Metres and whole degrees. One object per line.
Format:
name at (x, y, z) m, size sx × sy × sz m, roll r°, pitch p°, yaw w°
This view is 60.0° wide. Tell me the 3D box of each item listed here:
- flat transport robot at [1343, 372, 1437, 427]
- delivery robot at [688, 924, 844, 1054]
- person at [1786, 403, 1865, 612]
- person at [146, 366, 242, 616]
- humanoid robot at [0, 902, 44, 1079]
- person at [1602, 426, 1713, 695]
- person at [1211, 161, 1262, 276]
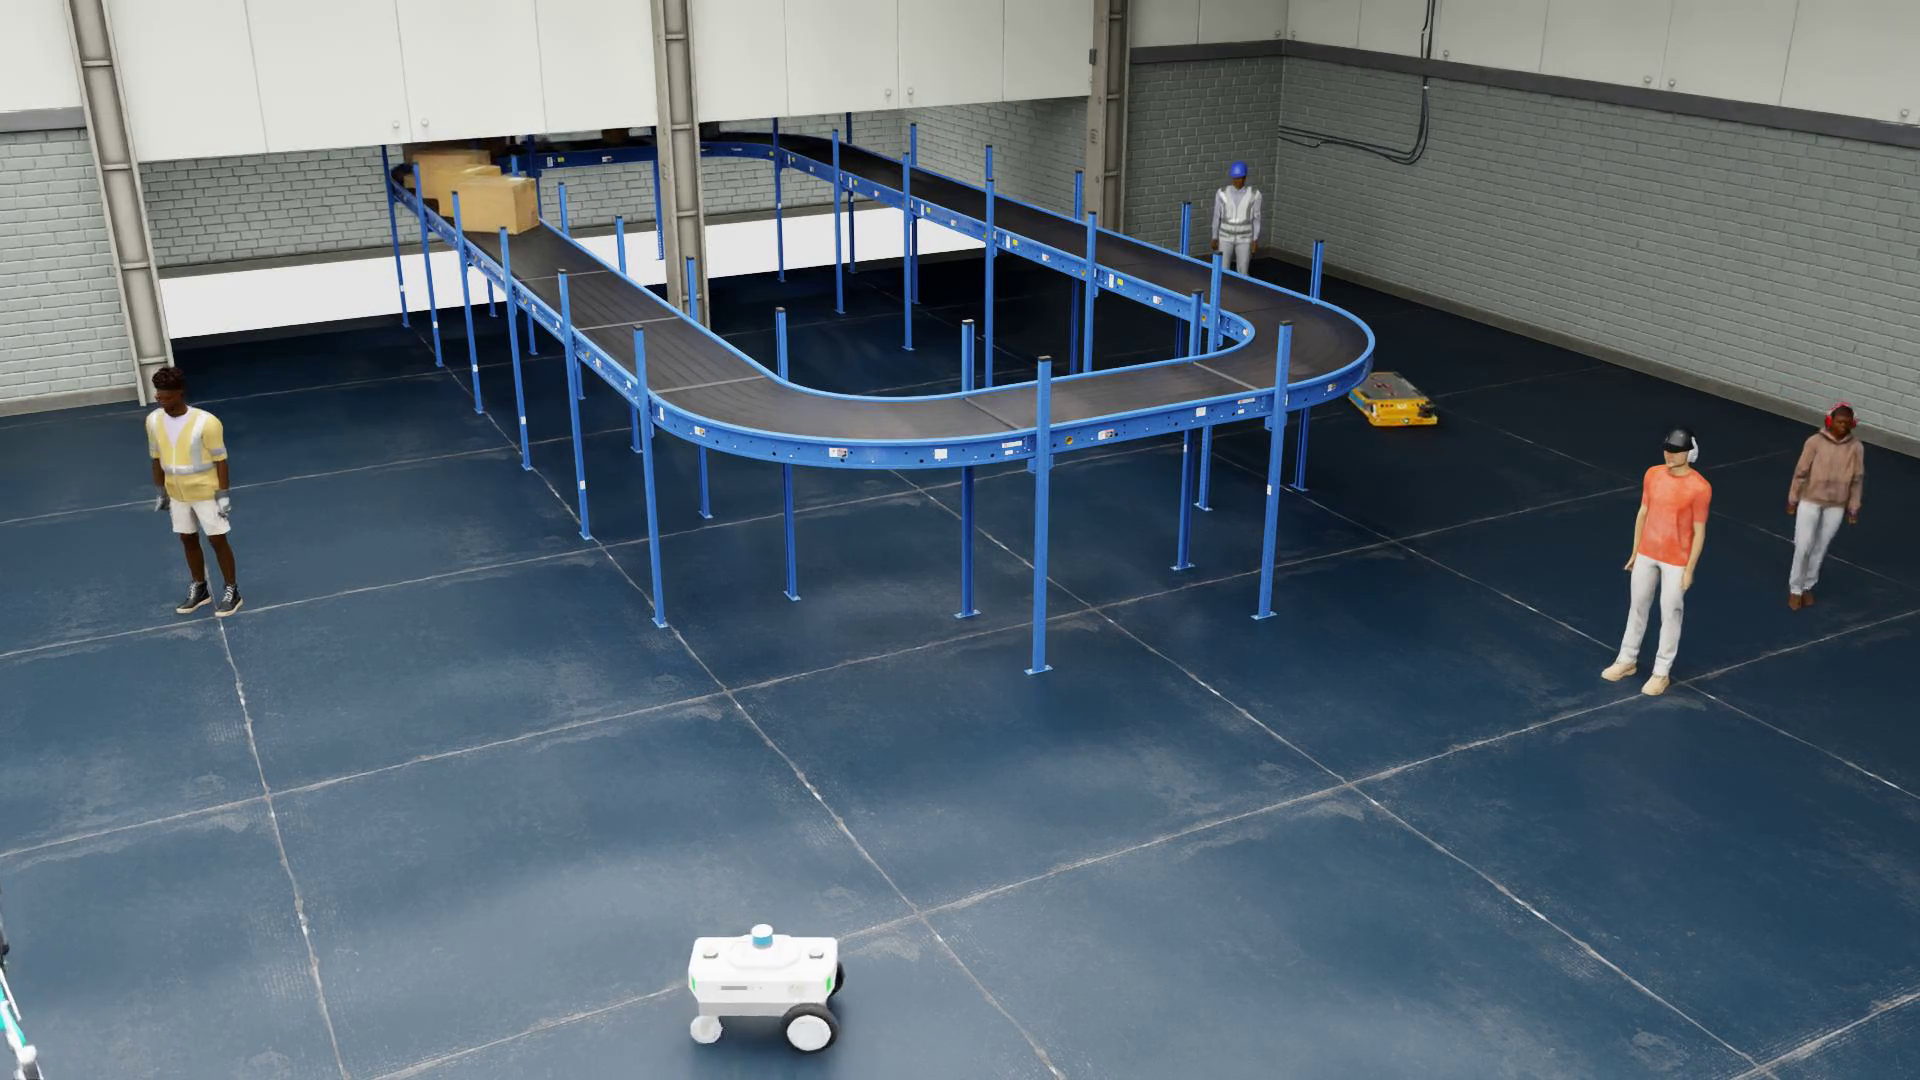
flat transport robot at (4.484, -1.506, 17.597) m, size 0.659 × 0.231 × 1.431 m, roll -2°, pitch 22°, yaw -5°
delivery robot at (-0.930, 2.169, 8.151) m, size 0.797 × 0.608 × 0.499 m, roll 0°, pitch 22°, yaw 0°
person at (6.569, -0.232, 12.609) m, size 0.491 × 1.632 × 0.571 m, roll 5°, pitch 22°, yaw 11°
person at (-5.785, -0.366, 12.525) m, size 0.635 × 1.957 × 0.377 m, roll 4°, pitch 22°, yaw 10°
humanoid robot at (-4.229, 1.940, 7.127) m, size 0.964 × 1.766 × 0.540 m, roll 18°, pitch 28°, yaw 38°
person at (4.786, 0.139, 11.345) m, size 0.412 × 1.912 × 0.477 m, roll -16°, pitch 27°, yaw -34°
person at (3.498, -3.839, 21.130) m, size 0.613 × 1.945 × 0.402 m, roll 5°, pitch 23°, yaw 12°
